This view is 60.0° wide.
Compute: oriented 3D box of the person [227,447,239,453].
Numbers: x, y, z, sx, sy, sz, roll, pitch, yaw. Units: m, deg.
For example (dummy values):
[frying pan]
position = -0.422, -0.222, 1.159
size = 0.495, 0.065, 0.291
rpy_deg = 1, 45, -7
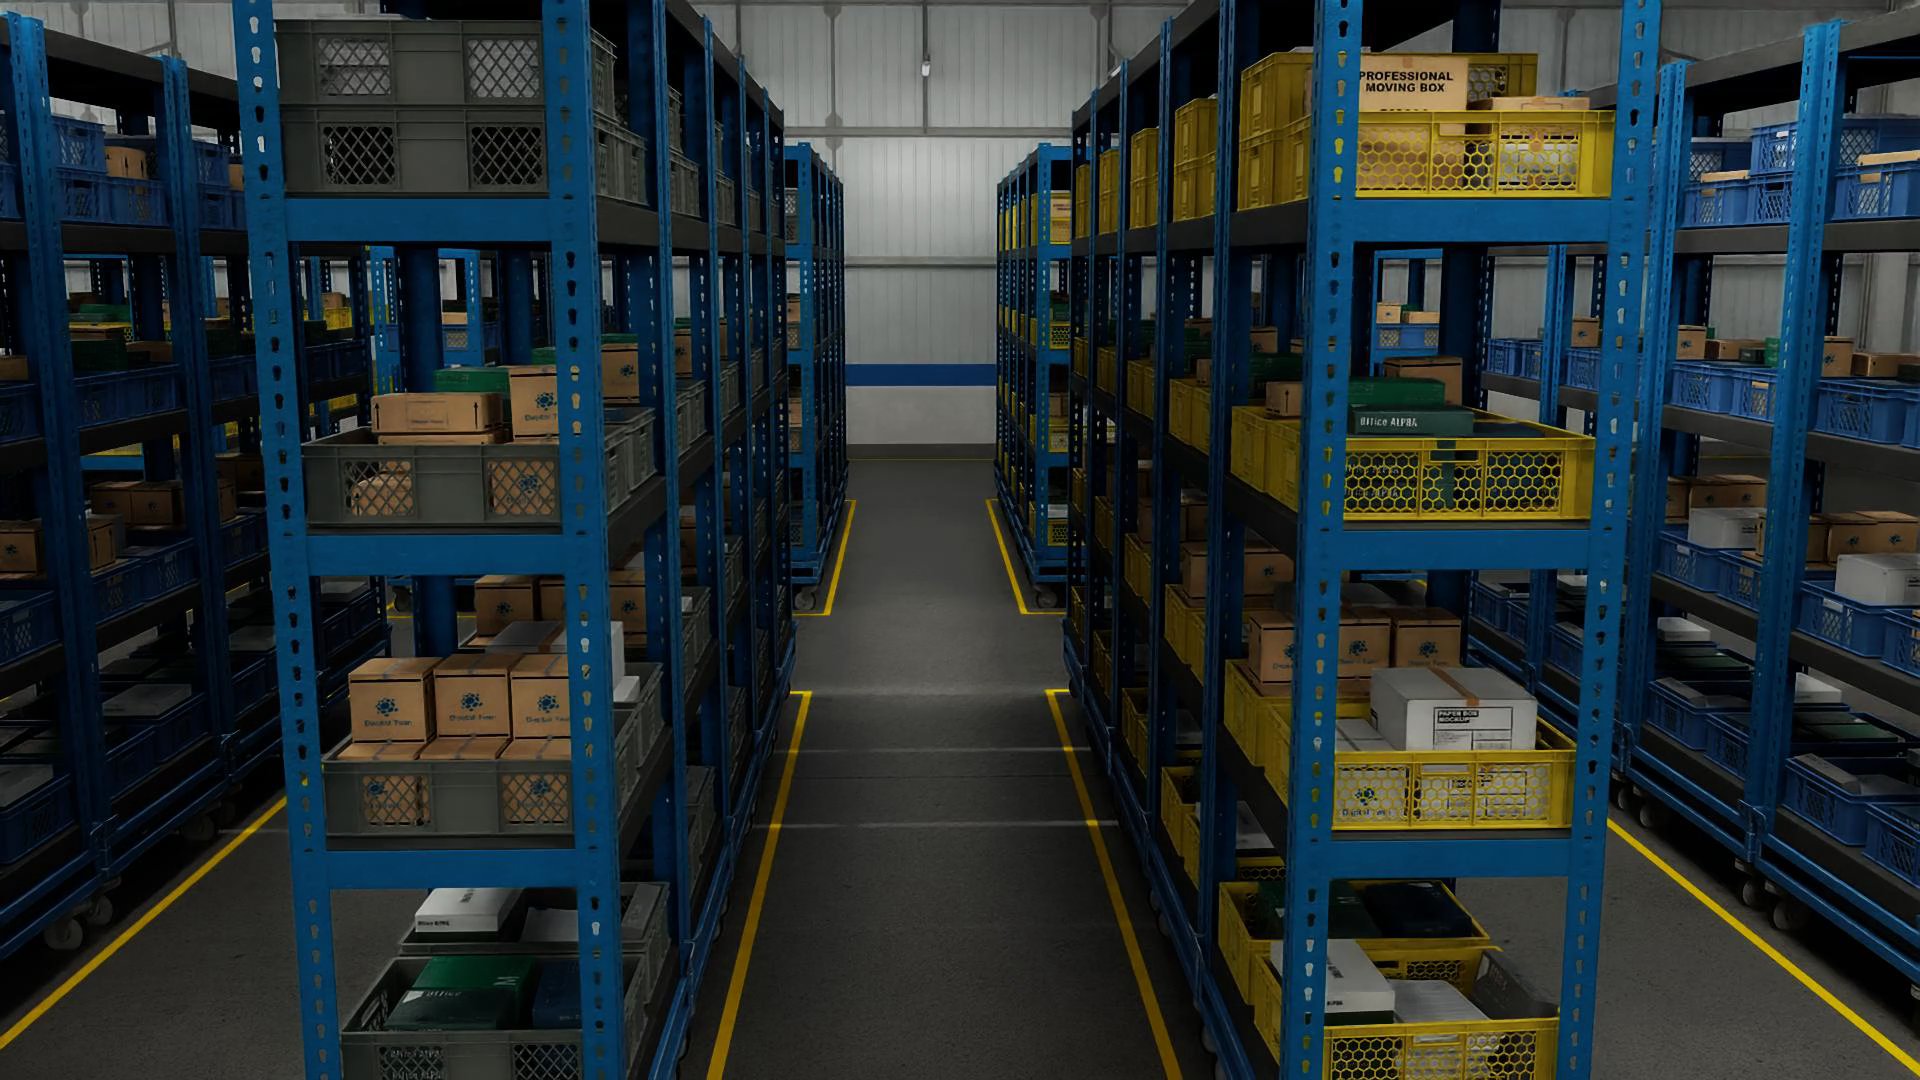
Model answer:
[person]
position = -8.083, -1.185, 18.064
size = 0.587, 1.816, 0.790
rpy_deg = -1, 9, -9
